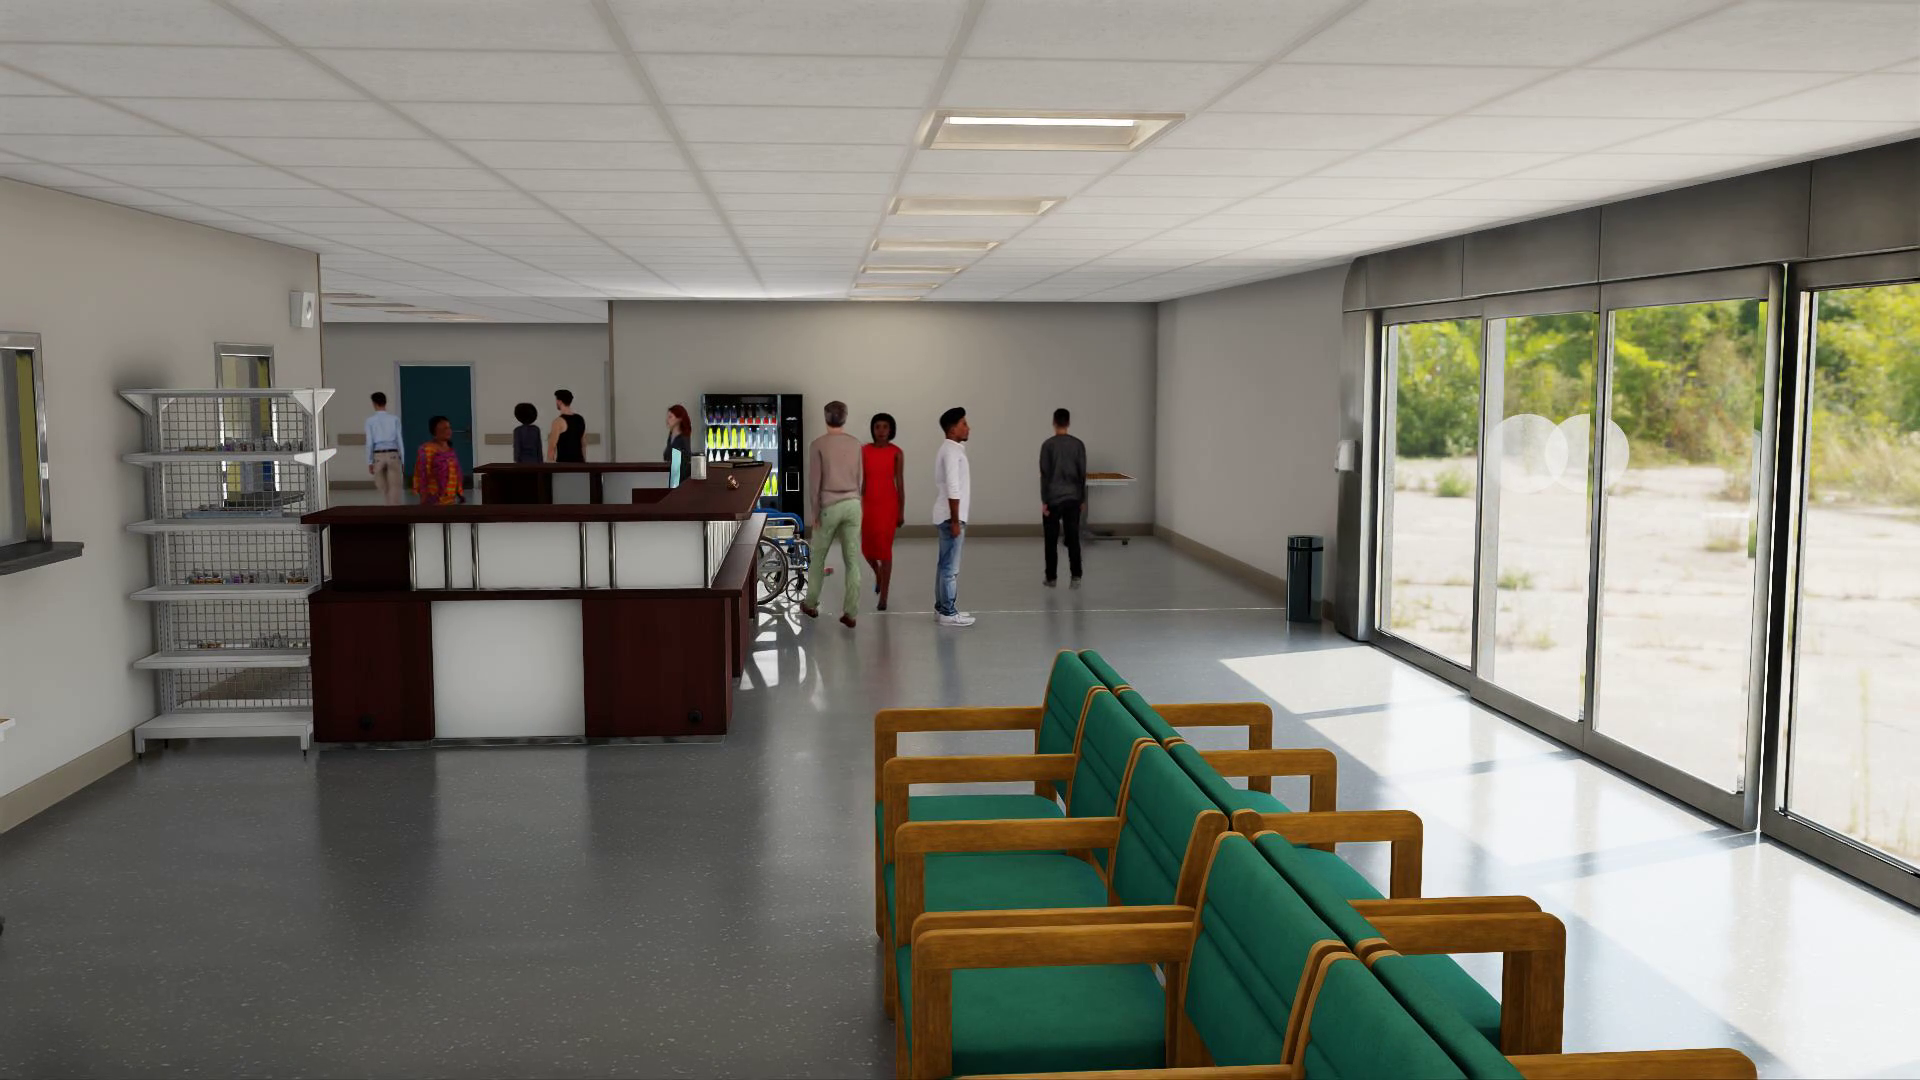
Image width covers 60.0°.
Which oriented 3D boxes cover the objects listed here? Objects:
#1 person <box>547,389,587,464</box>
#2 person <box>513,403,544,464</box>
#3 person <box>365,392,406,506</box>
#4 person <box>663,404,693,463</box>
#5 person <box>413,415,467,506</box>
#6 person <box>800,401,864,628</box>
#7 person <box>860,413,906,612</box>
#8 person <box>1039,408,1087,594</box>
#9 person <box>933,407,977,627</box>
[{"bbox_3d":[-4.829,-0.934,20.764,0.846,1.884,0.819,4,7,33],"label":"person"},{"bbox_3d":[-5.520,-0.904,21.450,1.078,1.687,1.058,-5,8,-41],"label":"person"},{"bbox_3d":[-7.556,-1.013,21.883,1.247,1.818,0.966,-2,6,-16],"label":"person"},{"bbox_3d":[-2.742,-0.449,16.734,1.235,1.727,0.948,-3,7,-30],"label":"person"},{"bbox_3d":[-5.479,-0.482,17.376,1.199,1.663,0.924,2,6,16],"label":"person"},{"bbox_3d":[-0.957,-0.189,13.602,1.055,1.835,0.896,-2,6,-21],"label":"person"},{"bbox_3d":[-0.690,-0.249,14.732,0.722,1.730,0.733,1,6,8],"label":"person"},{"bbox_3d":[0.995,-0.345,15.669,1.046,1.732,0.736,-1,6,-8],"label":"person"},{"bbox_3d":[-0.075,-0.211,13.923,0.566,1.815,0.629,0,6,-3],"label":"person"}]
